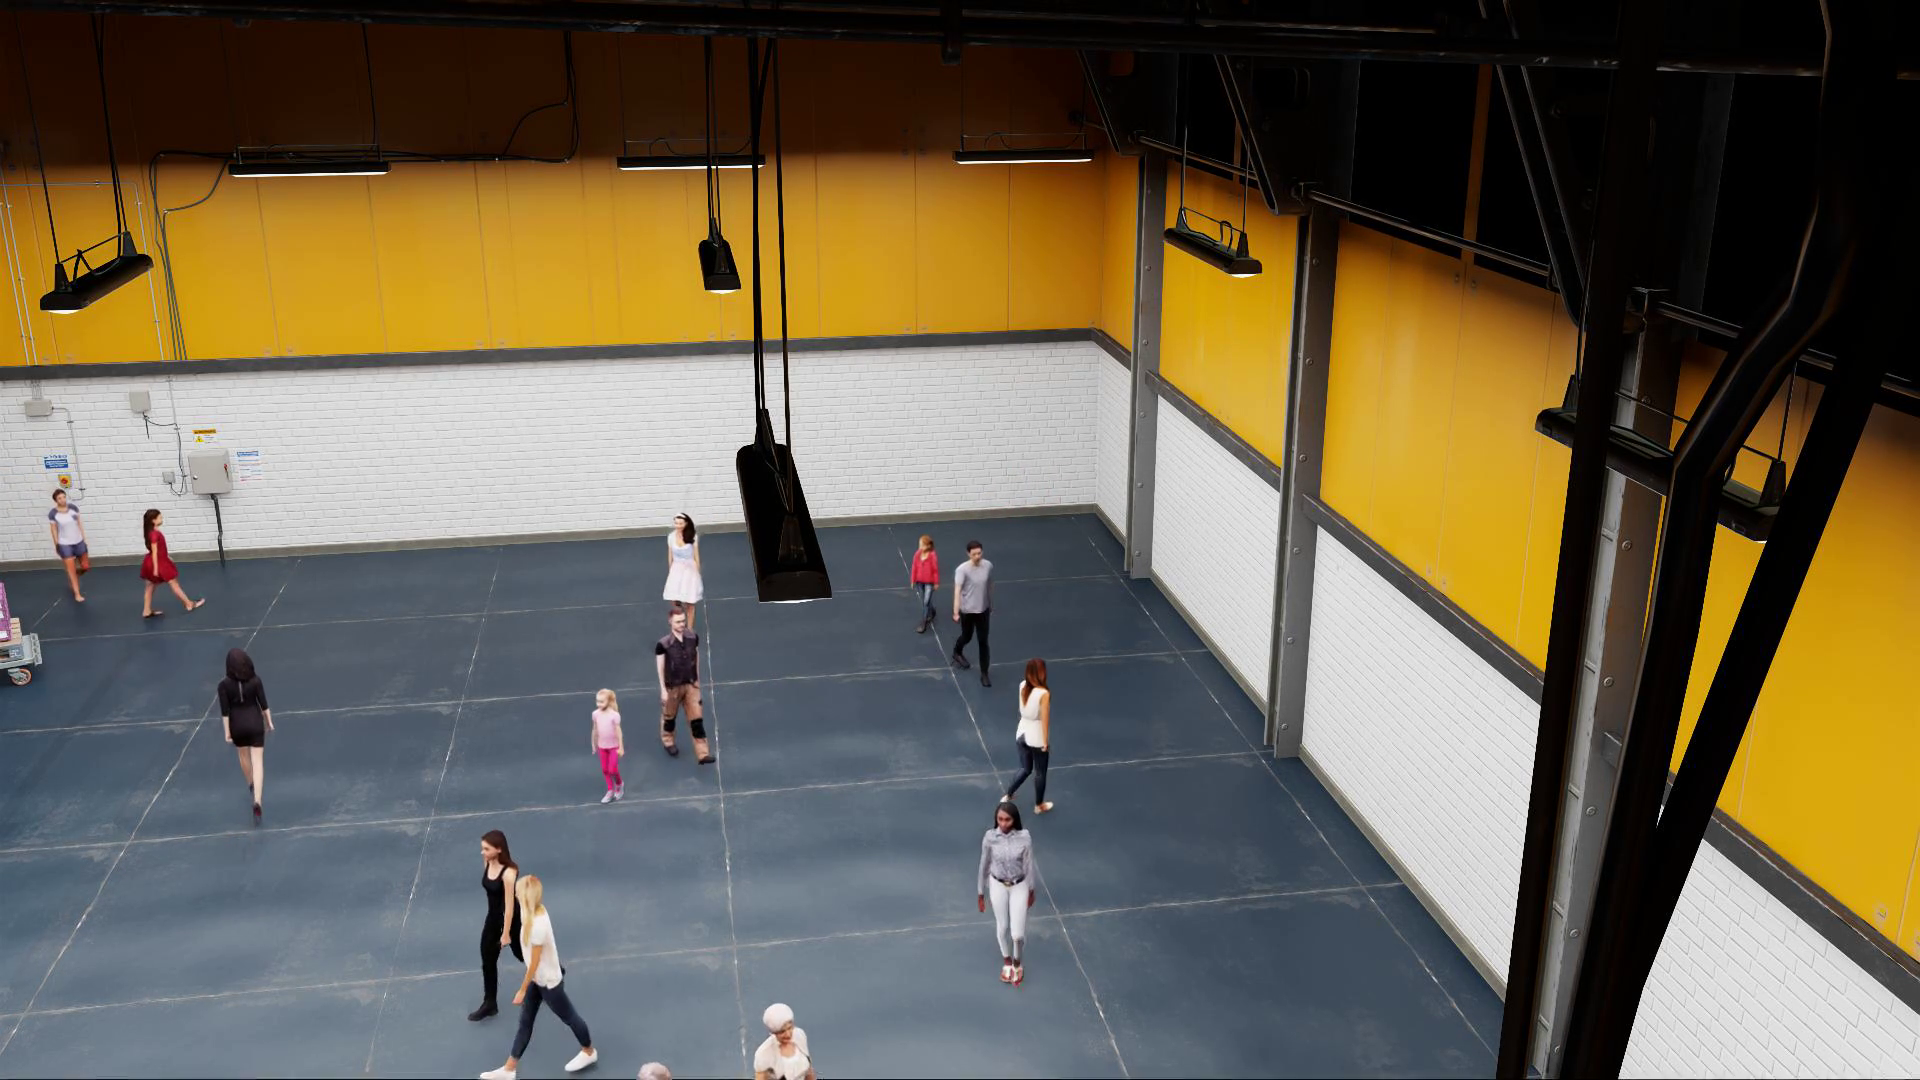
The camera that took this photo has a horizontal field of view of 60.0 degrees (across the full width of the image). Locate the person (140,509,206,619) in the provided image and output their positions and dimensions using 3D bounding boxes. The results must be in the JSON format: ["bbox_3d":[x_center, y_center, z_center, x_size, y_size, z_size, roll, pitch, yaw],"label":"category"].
[{"bbox_3d":[-10.960,0.343,22.533,0.853,1.511,1.016,-12,22,-31],"label":"person"}]

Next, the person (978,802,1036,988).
[{"bbox_3d":[0.432,2.994,14.350,0.727,1.710,0.746,3,19,9],"label":"person"}]

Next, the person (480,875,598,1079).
[{"bbox_3d":[-3.135,3.435,12.973,0.893,1.754,1.144,-10,21,-27],"label":"person"}]

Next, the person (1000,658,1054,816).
[{"bbox_3d":[0.670,2.062,17.027,0.960,1.767,0.971,-17,25,-41],"label":"person"}]

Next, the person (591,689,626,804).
[{"bbox_3d":[-3.684,2.146,17.567,0.586,1.264,0.629,6,19,17],"label":"person"}]

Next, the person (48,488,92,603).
[{"bbox_3d":[-12.457,0.055,23.239,0.887,1.606,0.821,14,23,35],"label":"person"}]

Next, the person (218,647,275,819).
[{"bbox_3d":[-7.340,2.027,17.146,0.727,1.759,1.165,-6,20,-18],"label":"person"}]

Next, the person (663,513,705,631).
[{"bbox_3d":[-3.567,0.481,21.668,0.726,1.802,0.850,-1,19,-3],"label":"person"}]

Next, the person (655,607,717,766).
[{"bbox_3d":[-3.150,1.589,18.398,0.997,1.790,1.261,-12,22,-32],"label":"person"}]

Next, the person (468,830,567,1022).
[{"bbox_3d":[-3.705,3.176,13.897,1.100,1.655,1.075,16,24,39],"label":"person"}]

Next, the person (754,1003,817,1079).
[{"bbox_3d":[-1.290,3.941,11.562,1.195,1.695,1.127,13,22,33],"label":"person"}]

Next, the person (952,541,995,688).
[{"bbox_3d":[0.147,0.849,20.565,0.883,1.808,1.250,-9,21,-25],"label":"person"}]

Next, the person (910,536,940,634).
[{"bbox_3d":[-0.432,0.551,22.264,0.850,1.289,0.988,9,20,24],"label":"person"}]
